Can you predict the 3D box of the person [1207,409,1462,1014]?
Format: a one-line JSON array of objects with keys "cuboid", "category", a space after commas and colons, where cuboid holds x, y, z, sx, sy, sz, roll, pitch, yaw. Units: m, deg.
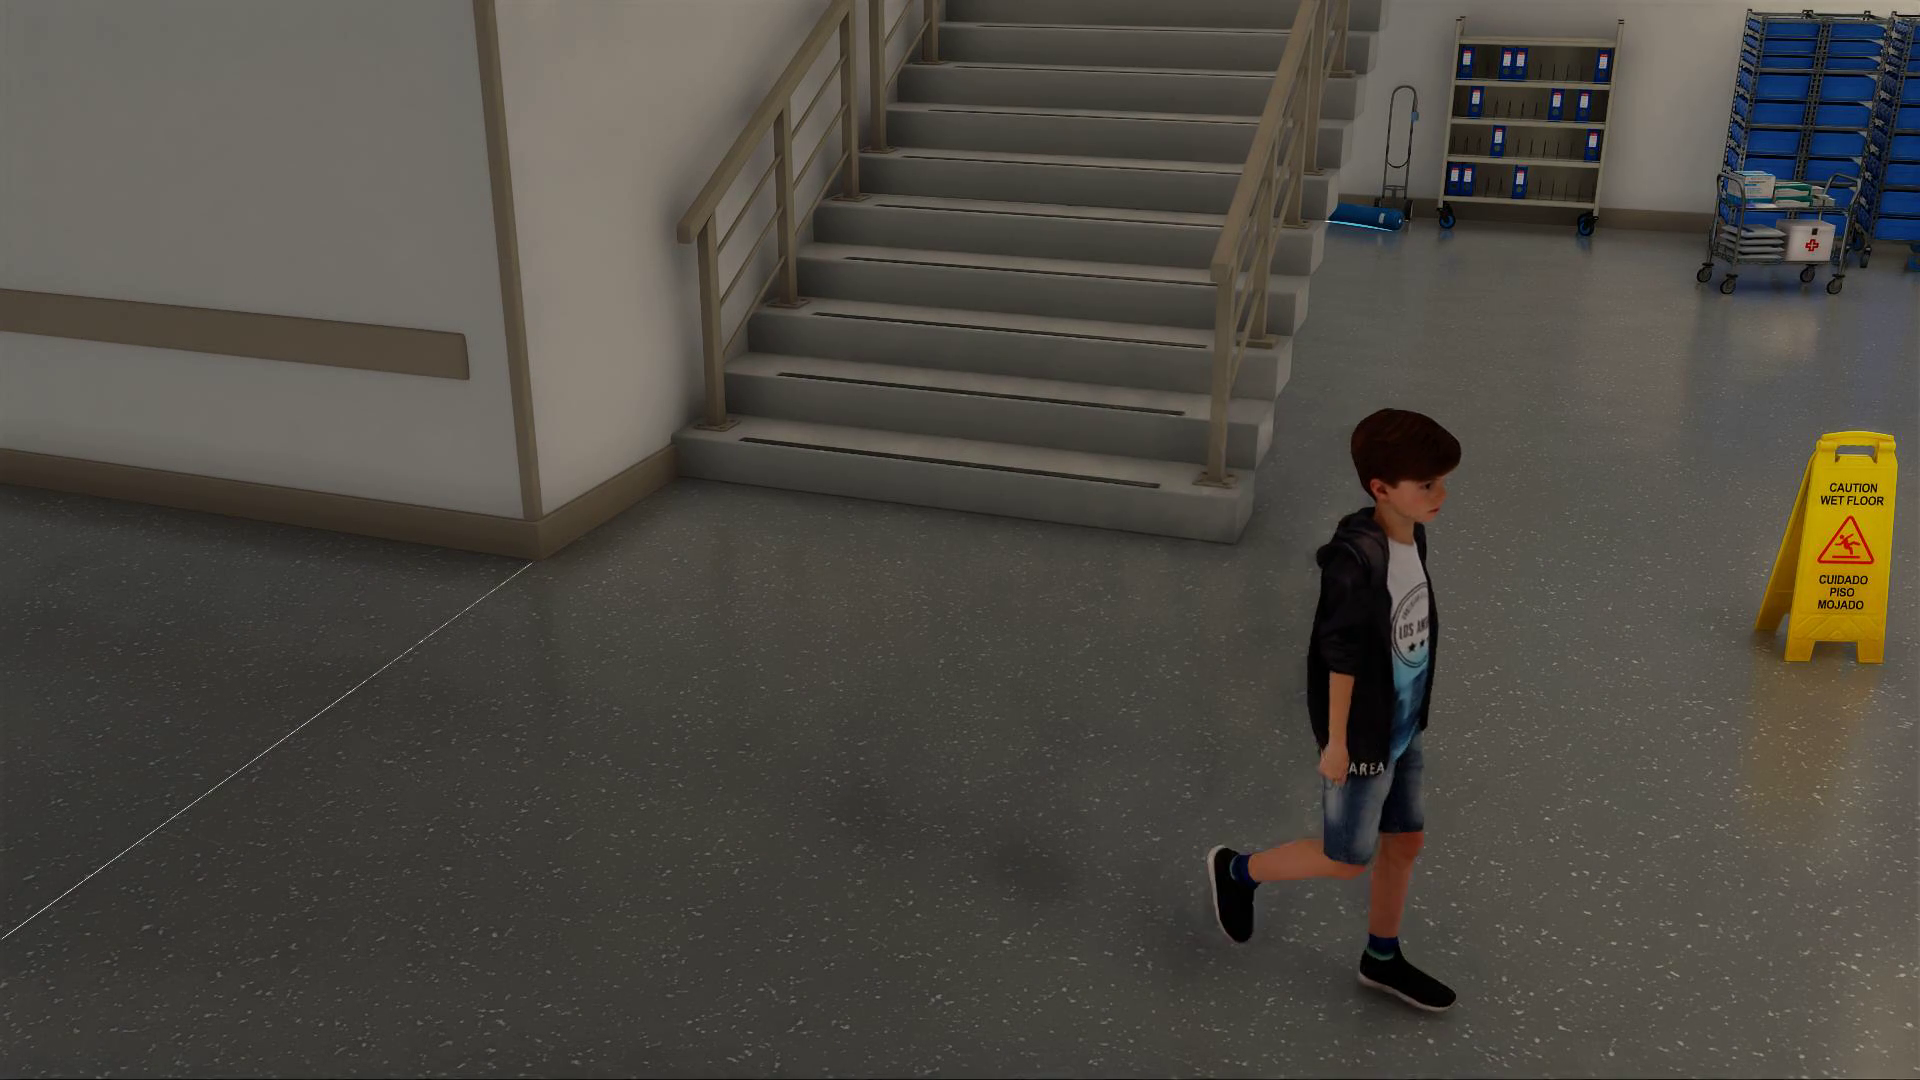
[{"cuboid": [0.887, 0.395, 3.803, 0.747, 1.434, 0.842, 15, 25, 34], "category": "person"}]
